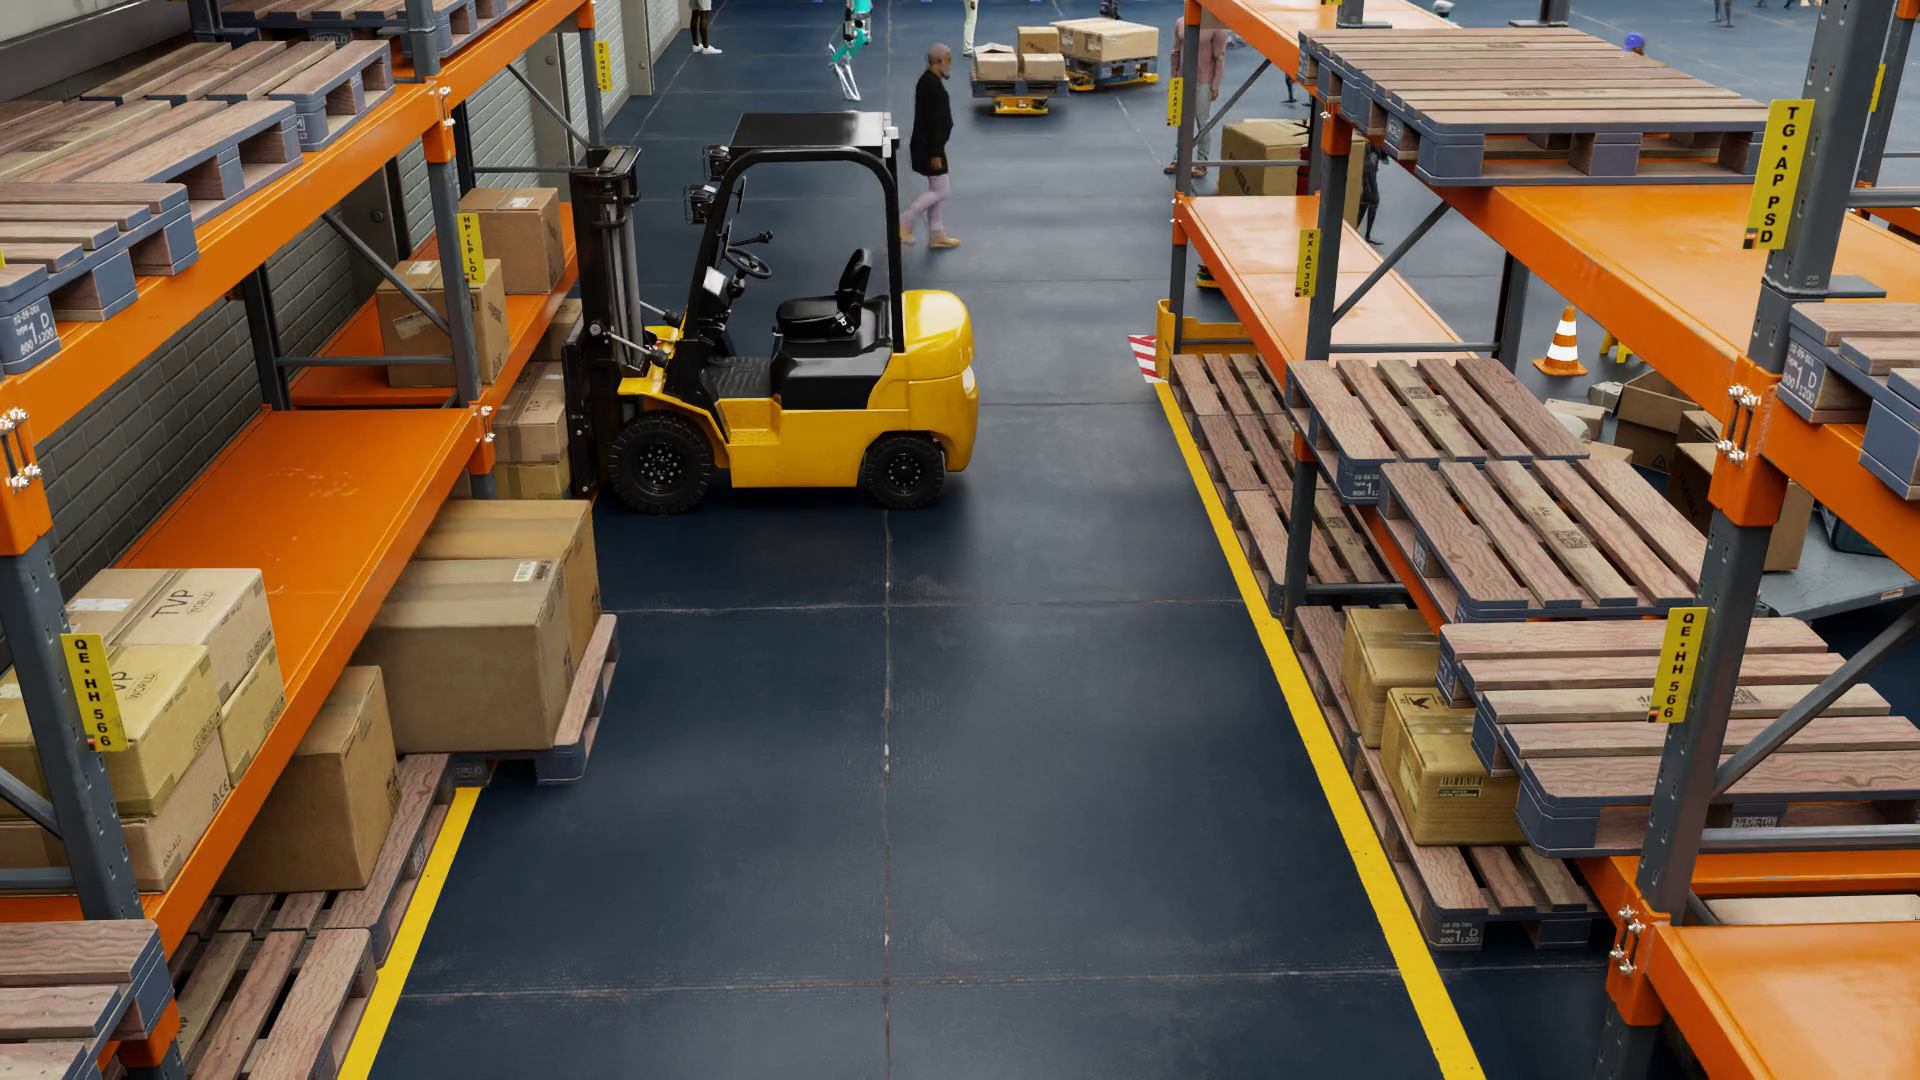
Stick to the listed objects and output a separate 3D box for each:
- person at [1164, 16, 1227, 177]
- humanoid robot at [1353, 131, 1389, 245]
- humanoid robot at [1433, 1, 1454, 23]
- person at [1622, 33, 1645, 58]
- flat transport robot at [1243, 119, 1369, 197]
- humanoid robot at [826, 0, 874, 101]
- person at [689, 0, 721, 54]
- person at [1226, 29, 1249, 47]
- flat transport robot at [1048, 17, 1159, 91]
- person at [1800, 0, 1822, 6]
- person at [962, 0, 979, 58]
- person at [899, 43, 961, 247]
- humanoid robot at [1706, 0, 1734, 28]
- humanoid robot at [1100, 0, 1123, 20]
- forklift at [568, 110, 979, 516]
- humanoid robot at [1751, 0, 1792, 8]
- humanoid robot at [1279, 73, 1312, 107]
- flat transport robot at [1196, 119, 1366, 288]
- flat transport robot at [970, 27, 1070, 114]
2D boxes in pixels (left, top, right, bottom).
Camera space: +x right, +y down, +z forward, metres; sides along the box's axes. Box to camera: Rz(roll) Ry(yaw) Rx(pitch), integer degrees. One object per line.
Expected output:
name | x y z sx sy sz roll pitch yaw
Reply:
person | 2.484 -4.827 17.573 0.627 1.940 0.373 19 31 34
humanoid robot | 3.780 -3.532 15.141 0.431 1.654 0.589 12 28 23
humanoid robot | 5.349 -4.871 17.918 0.870 1.786 0.533 5 26 10
person | 6.612 -4.159 16.453 0.467 1.680 0.525 12 28 23
flat transport robot | 3.454 -3.648 17.029 1.431 0.231 0.659 -4 26 -8
humanoid robot | -1.449 -6.535 21.417 0.674 1.793 0.533 15 29 28
person | -3.899 -8.265 24.899 0.376 1.899 0.541 -19 31 -34
person | 4.247 -8.537 25.560 0.591 1.819 0.628 18 31 33
flat transport robot | 1.959 -6.328 22.705 1.431 0.231 0.659 -16 30 -30
person | 15.381 -10.489 29.619 0.527 1.891 0.394 0 25 1
person | 0.201 -8.025 24.570 0.349 1.743 0.564 1 25 2
person | -0.300 -3.491 14.857 0.559 1.836 0.567 -2 25 -5
humanoid robot | 12.647 -9.301 27.361 0.478 1.645 0.584 15 29 28
humanoid robot | 2.113 -7.327 23.181 0.328 1.636 0.588 3 25 7
forklift | -1.043 -1.379 9.976 2.313 2.155 1.214 -1 25 -2
humanoid robot | 14.457 -10.229 29.346 0.599 1.632 0.623 -17 30 -32
humanoid robot | 4.367 -6.358 21.122 0.596 1.644 0.564 -15 29 -29
flat transport robot | 2.750 -2.287 14.146 1.431 0.231 0.659 4 26 9
flat transport robot | 0.743 -5.674 21.319 0.659 0.231 1.431 -1 25 -2
